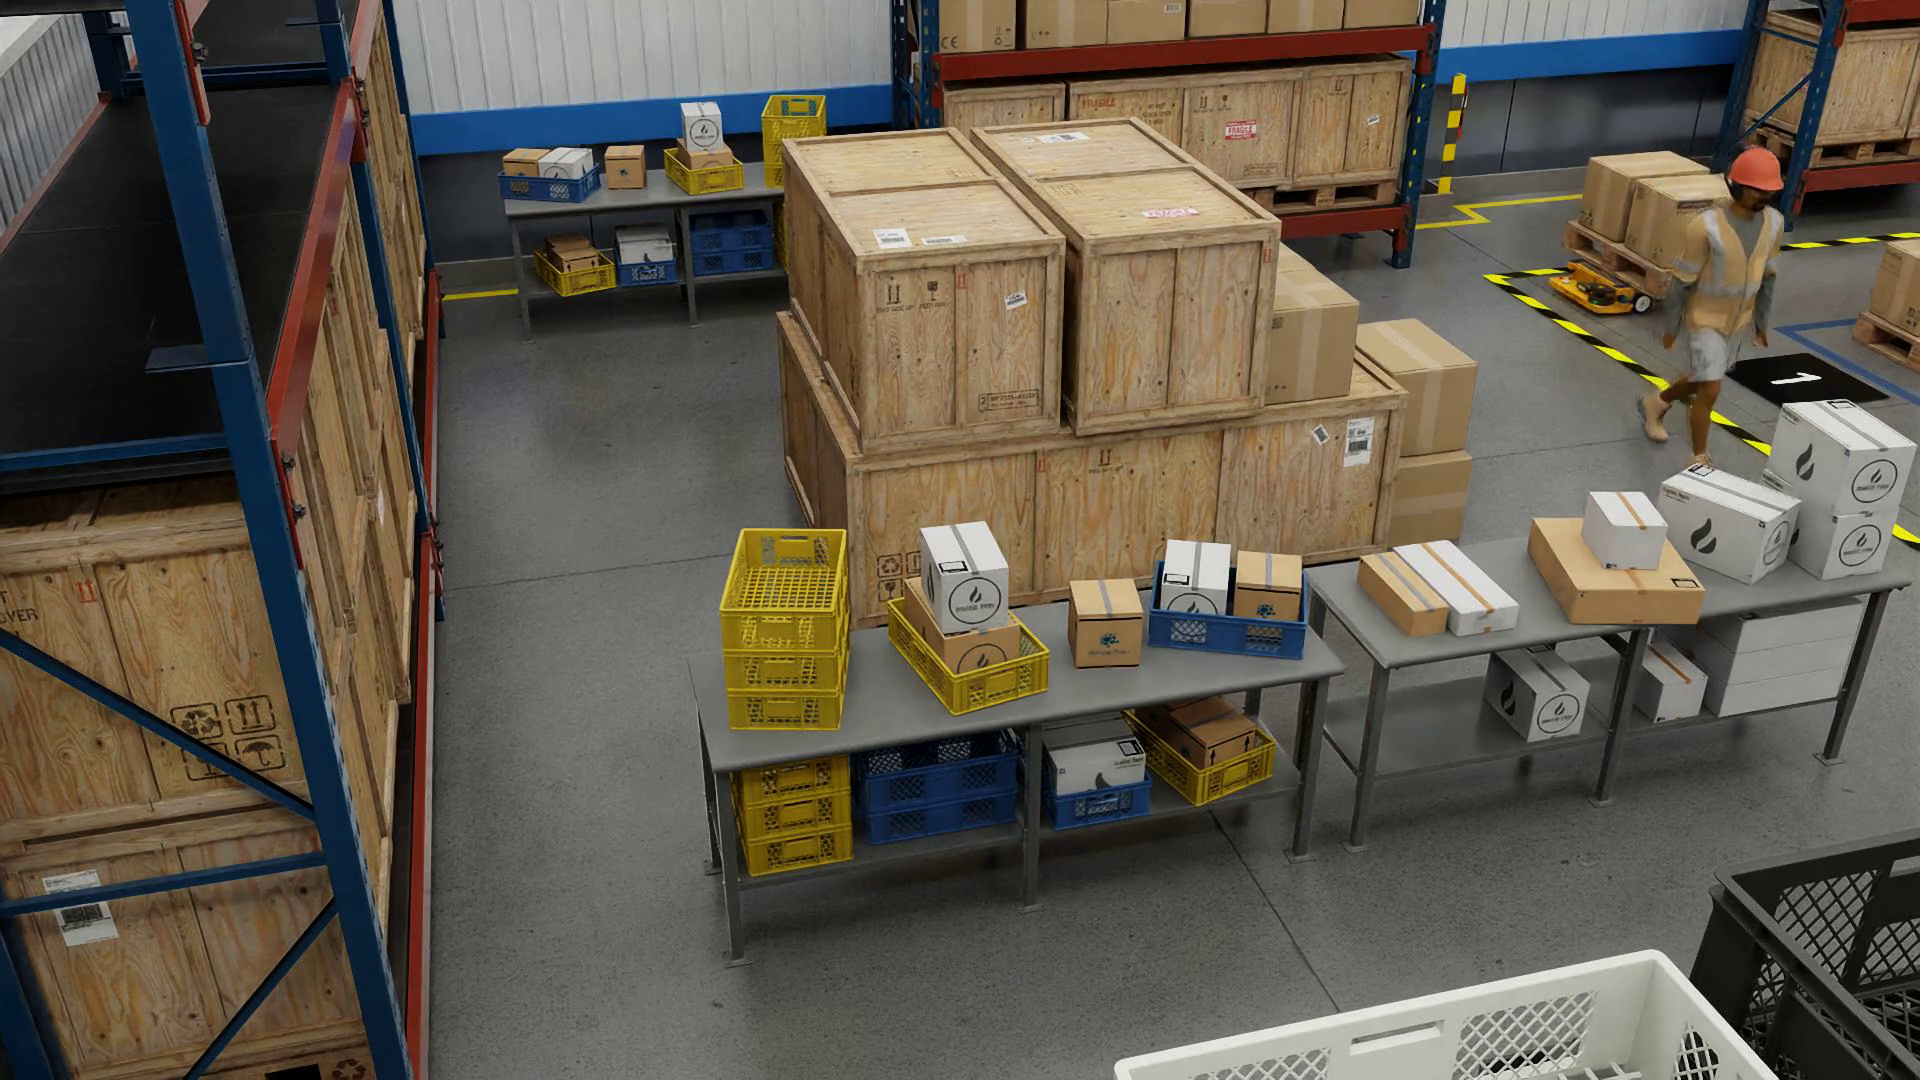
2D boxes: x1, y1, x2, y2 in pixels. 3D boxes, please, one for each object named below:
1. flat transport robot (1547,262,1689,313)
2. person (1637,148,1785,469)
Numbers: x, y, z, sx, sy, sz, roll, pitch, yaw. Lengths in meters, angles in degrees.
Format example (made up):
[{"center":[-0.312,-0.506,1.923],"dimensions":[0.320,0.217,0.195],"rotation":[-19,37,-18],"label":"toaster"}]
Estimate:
[{"center":[5.309,-1.989,12.697],"dimensions":[1.431,0.197,0.652],"rotation":[-7,30,-13],"label":"flat transport robot"},{"center":[4.397,-1.331,9.731],"dimensions":[0.613,2.013,0.932],"rotation":[-8,30,-14],"label":"person"}]
